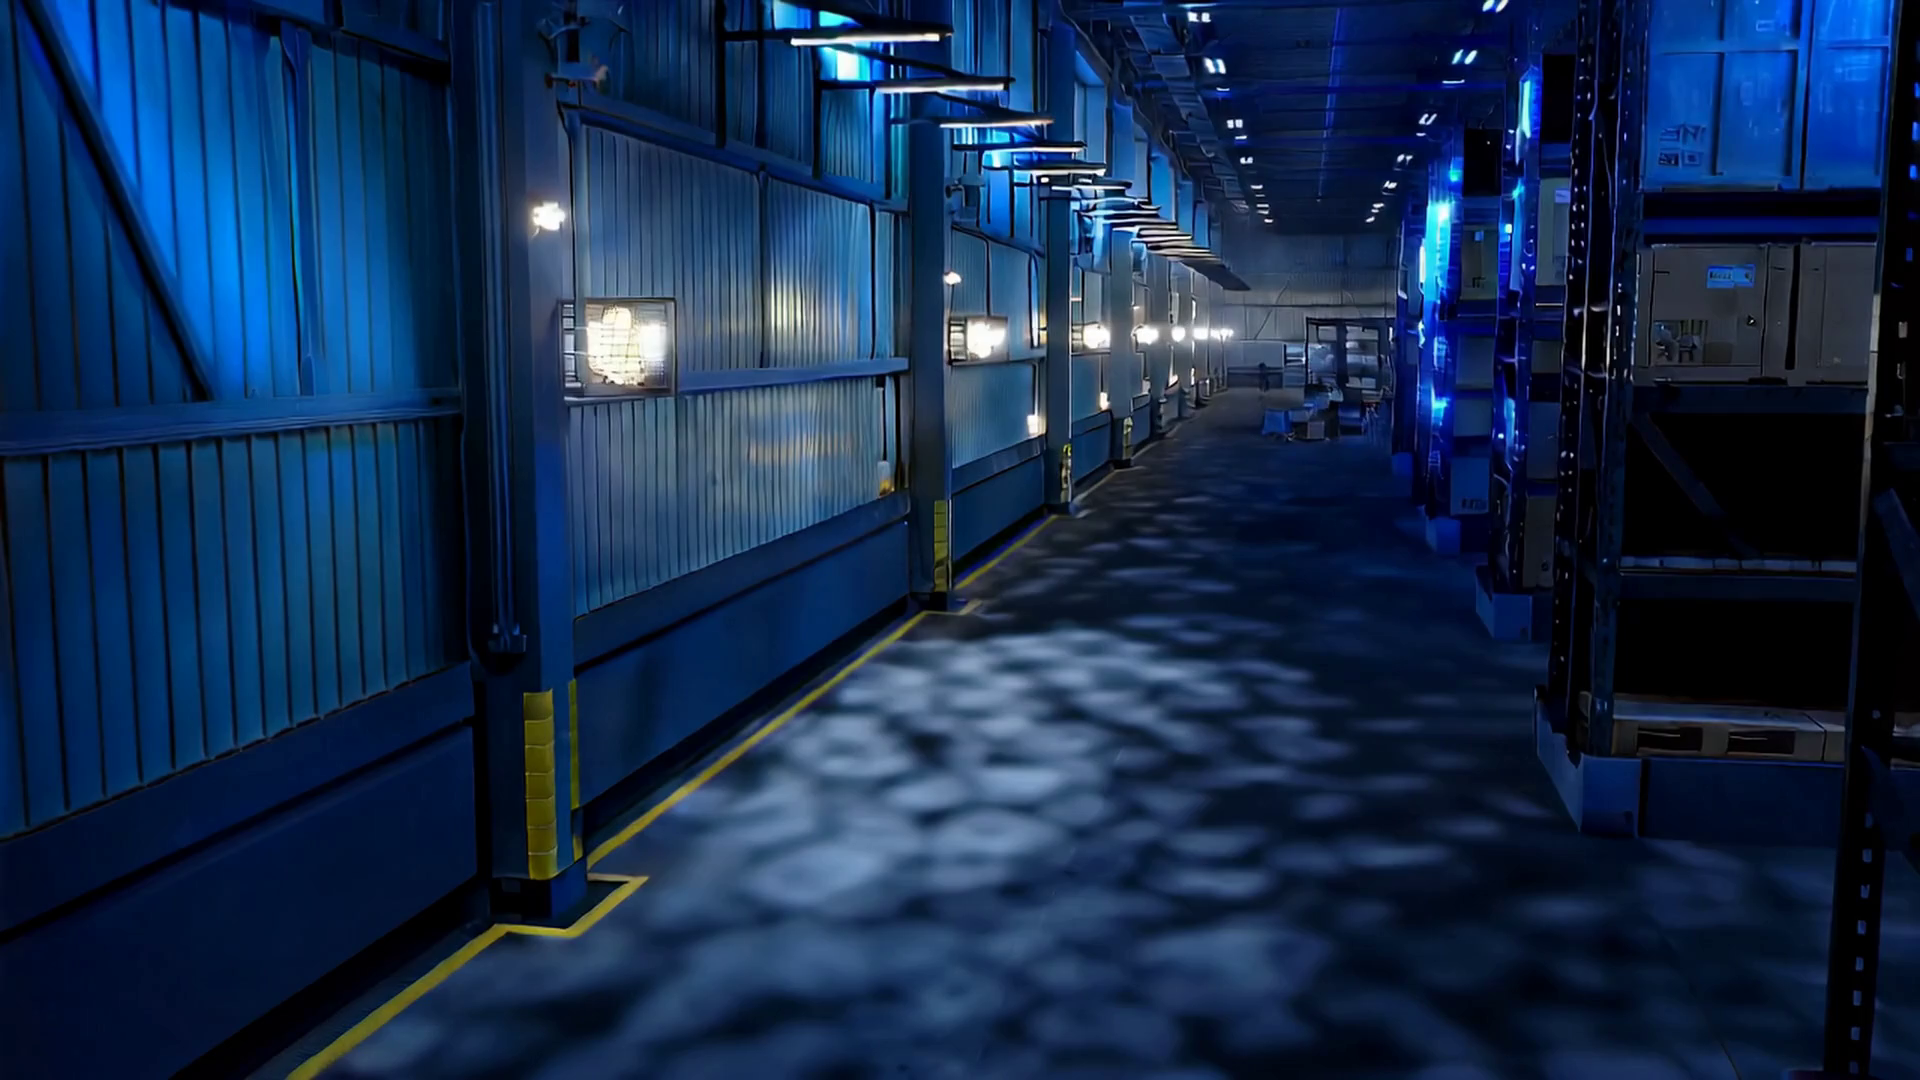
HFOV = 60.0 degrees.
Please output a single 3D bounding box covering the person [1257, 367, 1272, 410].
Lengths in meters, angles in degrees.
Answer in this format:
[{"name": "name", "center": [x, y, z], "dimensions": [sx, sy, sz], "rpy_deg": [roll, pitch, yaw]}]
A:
[{"name": "person", "center": [12.138, -6.025, 66.252], "dimensions": [0.572, 1.720, 0.858], "rpy_deg": [2, 7, 17]}]
